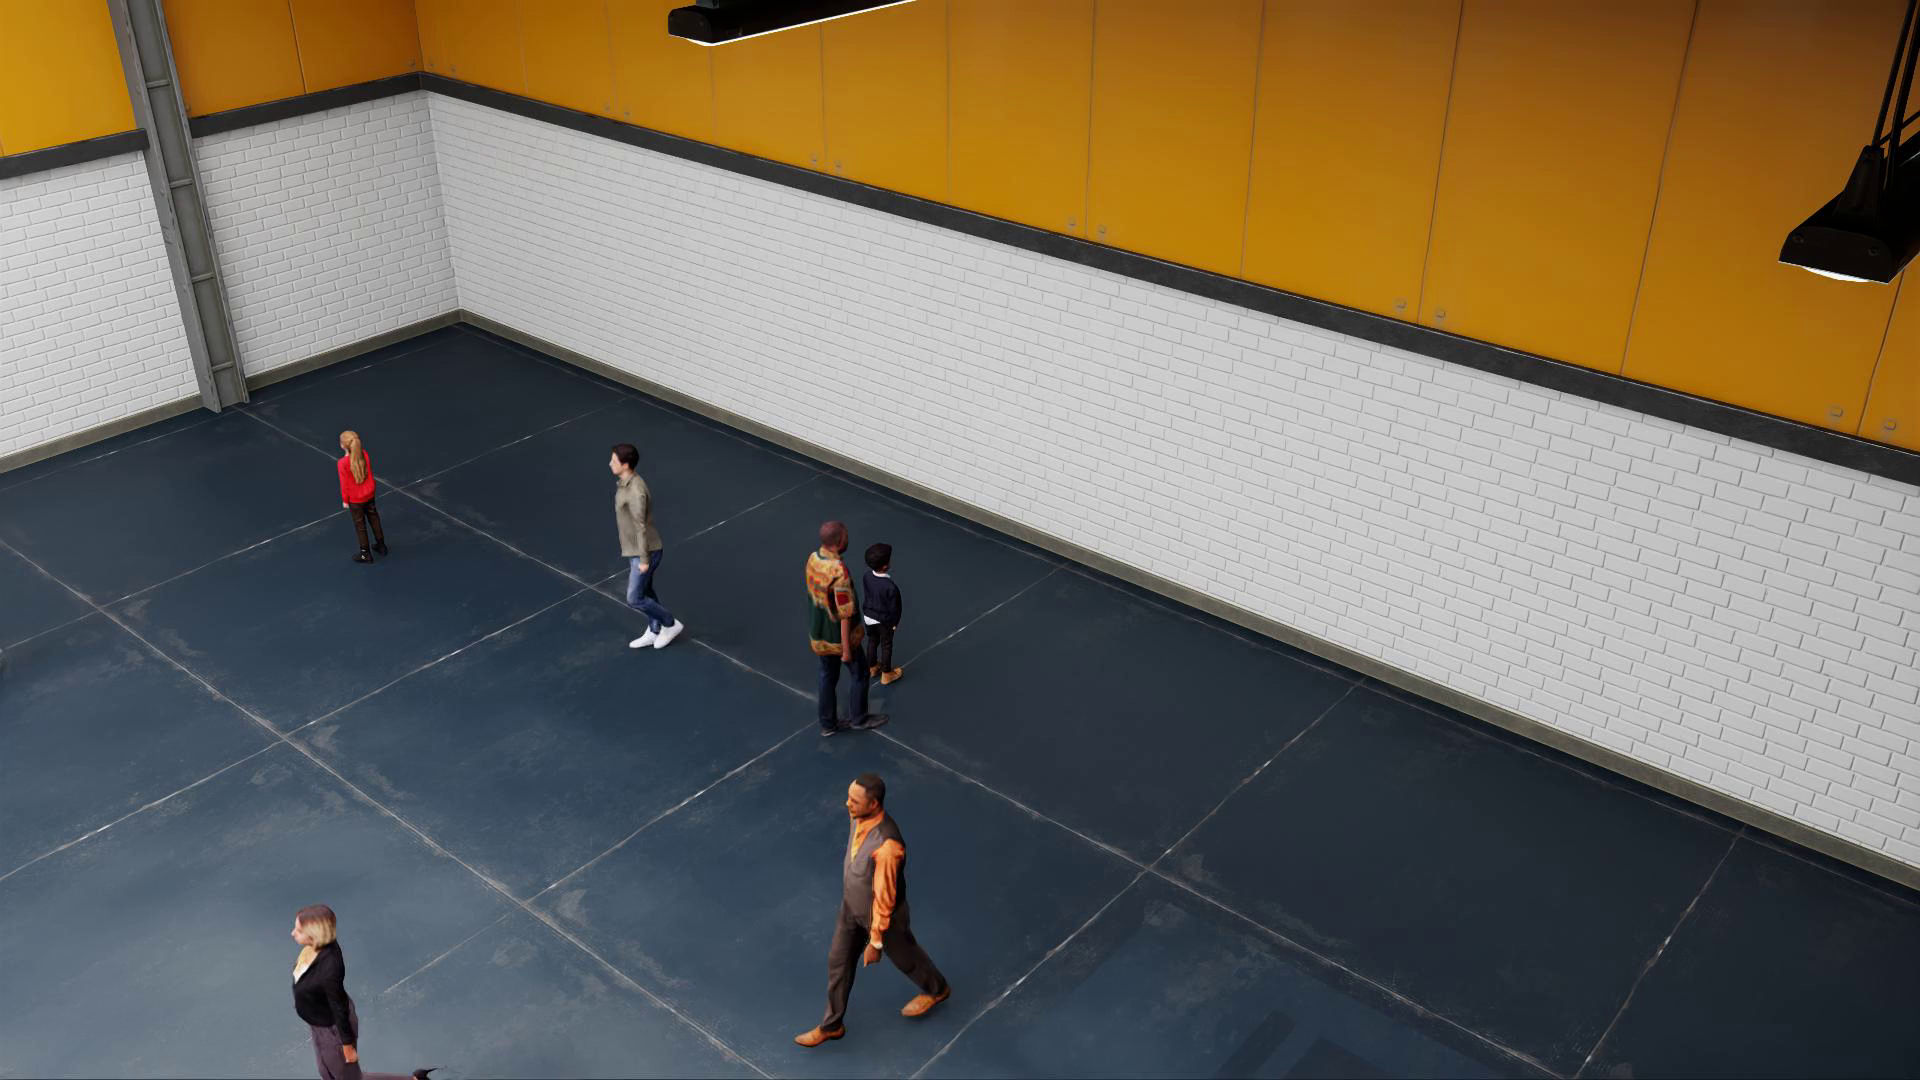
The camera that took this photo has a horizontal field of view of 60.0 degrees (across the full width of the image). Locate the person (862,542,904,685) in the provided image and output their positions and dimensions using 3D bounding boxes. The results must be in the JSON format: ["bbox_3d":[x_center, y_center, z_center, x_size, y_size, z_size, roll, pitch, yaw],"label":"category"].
[{"bbox_3d":[-0.642,0.577,13.268,0.498,1.223,0.477,20,35,33],"label":"person"}]

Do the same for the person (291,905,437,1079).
[{"bbox_3d":[-3.302,2.637,9.041,0.977,1.655,0.785,-15,32,-25],"label":"person"}]

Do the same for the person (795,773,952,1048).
[{"bbox_3d":[-0.392,2.146,9.723,1.347,1.863,1.015,-14,32,-25],"label":"person"}]

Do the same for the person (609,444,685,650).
[{"bbox_3d":[-2.506,0.065,13.549,0.836,1.853,0.843,-9,30,-16],"label":"person"}]

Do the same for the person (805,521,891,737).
[{"bbox_3d":[-0.997,0.703,12.440,0.926,1.794,0.837,-16,33,-27],"label":"person"}]

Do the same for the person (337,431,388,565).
[{"bbox_3d":[-5.414,-0.405,15.007,0.581,1.281,0.482,16,32,27],"label":"person"}]
